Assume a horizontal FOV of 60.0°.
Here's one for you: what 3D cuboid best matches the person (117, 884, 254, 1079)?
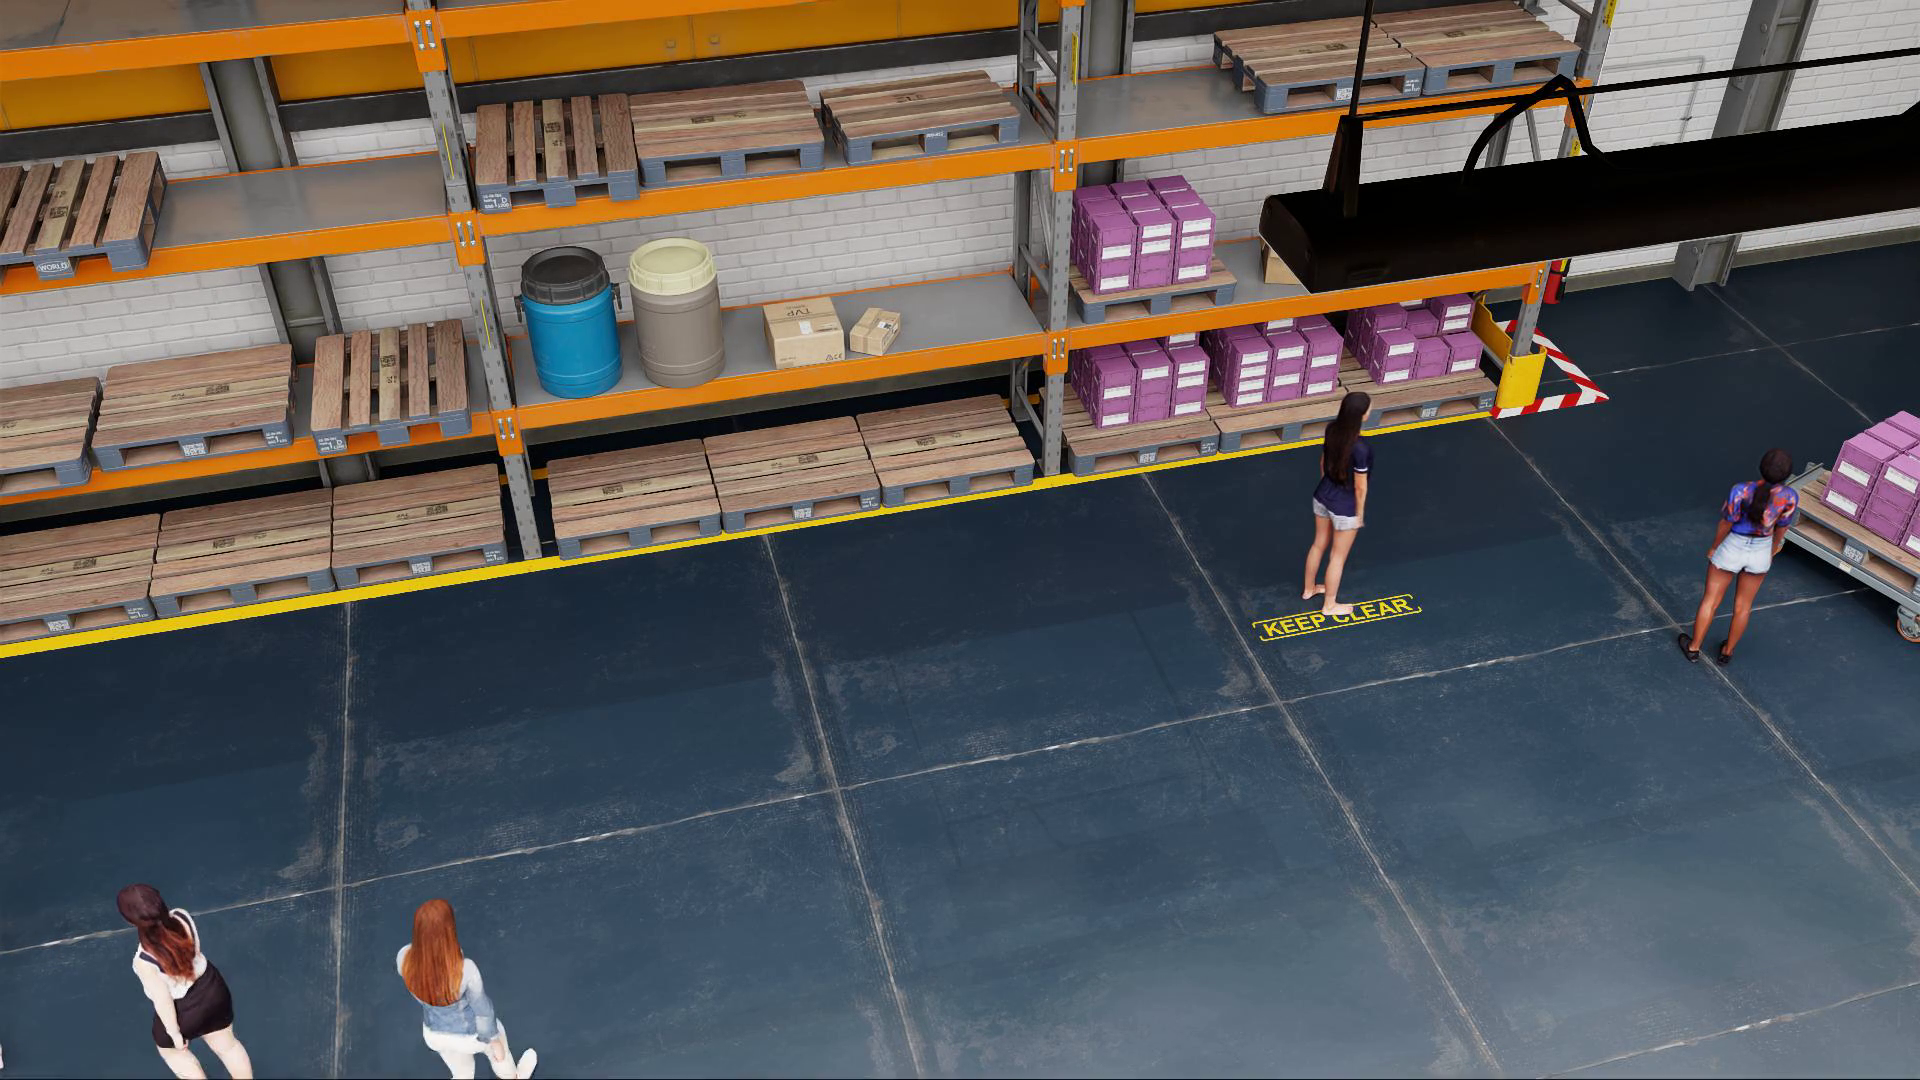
[{"bbox_3d":[-3.704,2.319,8.208,0.774,1.614,0.714,8,39,10],"label":"person"}]

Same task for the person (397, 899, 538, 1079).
[{"bbox_3d":[-2.450,2.427,8.024,0.887,1.675,0.899,8,39,10],"label":"person"}]

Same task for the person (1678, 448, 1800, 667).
[{"bbox_3d":[5.116,0.106,10.876,0.604,1.743,0.725,8,39,9],"label":"person"}]

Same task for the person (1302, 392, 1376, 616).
[{"bbox_3d":[2.567,-0.249,11.303,0.590,1.766,0.619,-17,42,-20],"label":"person"}]
